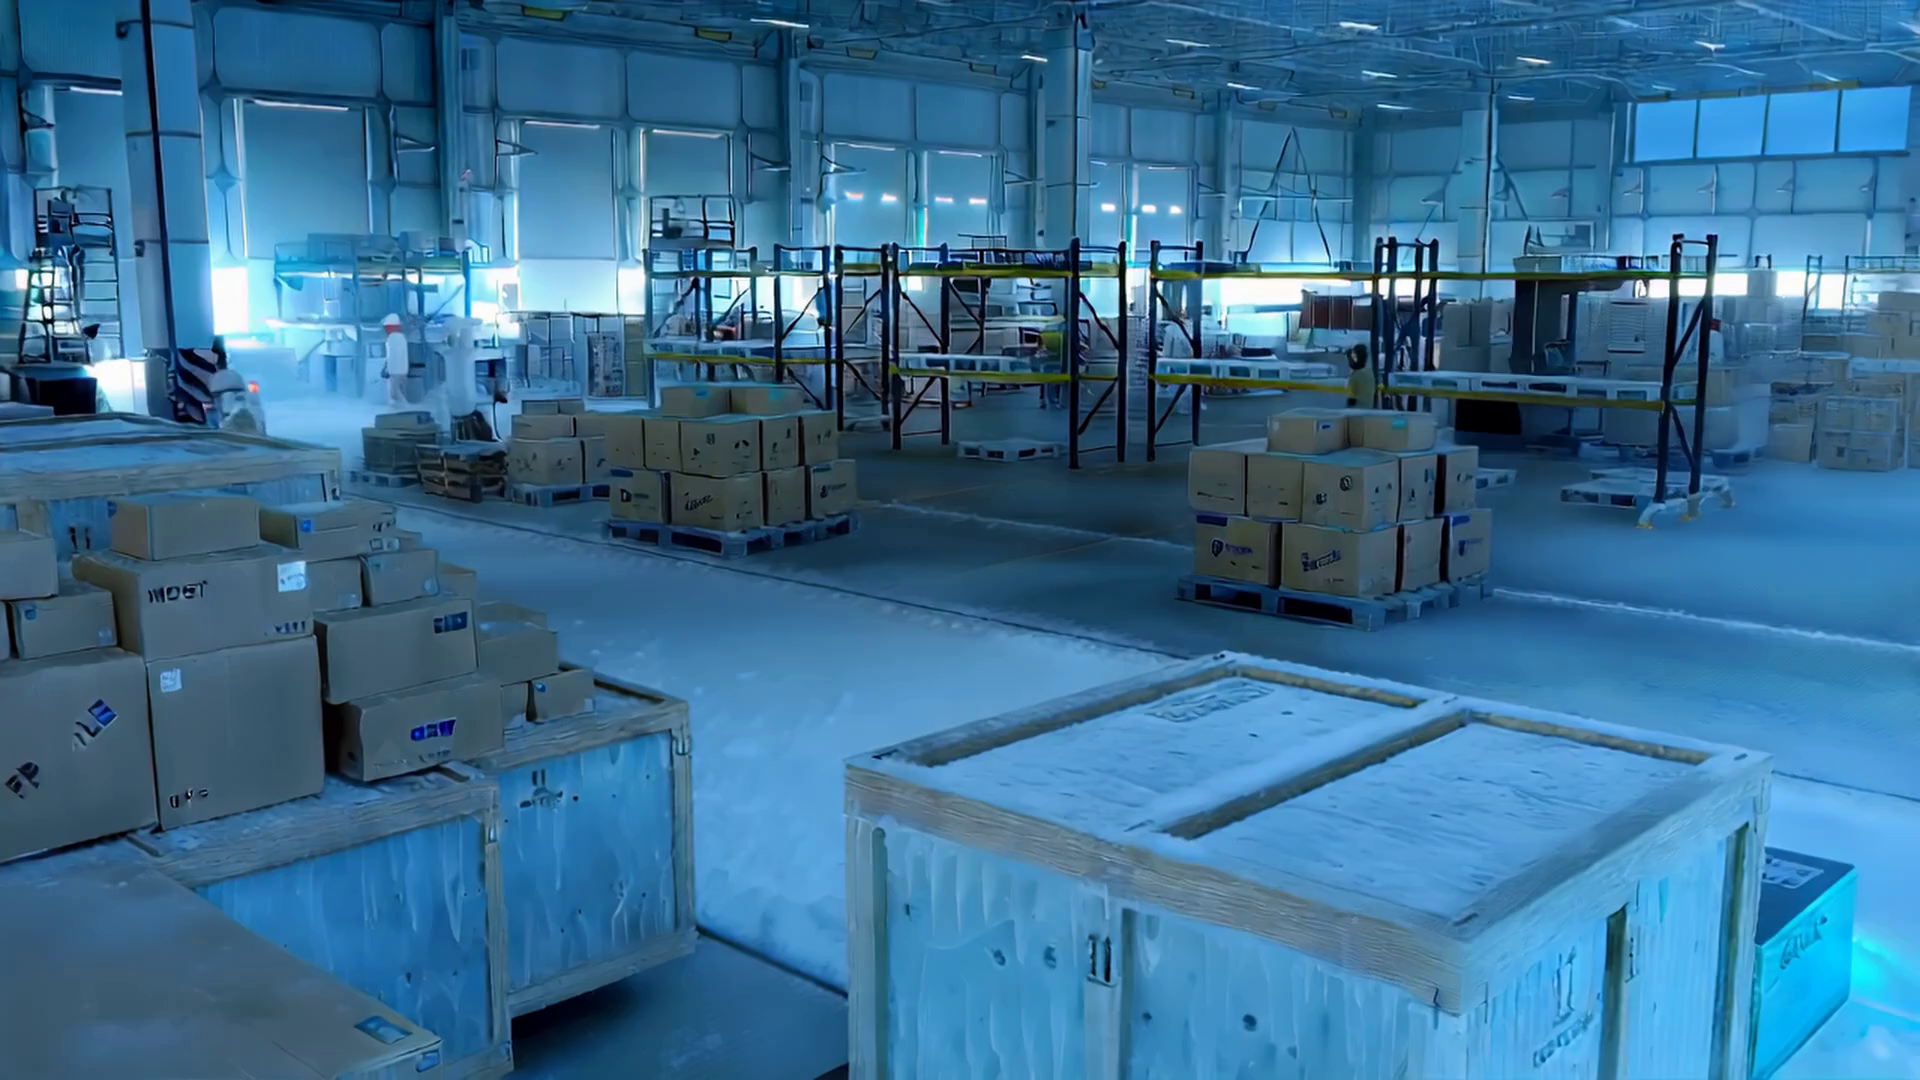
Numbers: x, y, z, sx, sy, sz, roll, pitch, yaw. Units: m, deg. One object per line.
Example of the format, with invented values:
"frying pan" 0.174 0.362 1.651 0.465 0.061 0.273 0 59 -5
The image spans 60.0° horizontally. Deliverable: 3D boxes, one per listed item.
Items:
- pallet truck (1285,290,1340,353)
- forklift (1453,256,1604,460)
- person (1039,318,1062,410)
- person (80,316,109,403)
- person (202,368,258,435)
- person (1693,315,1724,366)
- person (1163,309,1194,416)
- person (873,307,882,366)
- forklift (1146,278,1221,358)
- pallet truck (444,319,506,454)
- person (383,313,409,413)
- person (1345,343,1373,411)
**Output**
"pallet truck" 11.297 -6.951 52.861 1.885 1.965 0.823 -5 11 -29
"forklift" 8.151 -2.630 23.668 1.873 2.768 1.129 9 13 43
"person" 1.730 -3.331 31.475 0.488 1.736 0.323 -5 11 -29
"person" -13.955 -2.637 26.741 0.972 1.884 0.572 -3 10 -19
"person" -5.600 -0.345 12.652 0.869 1.903 0.555 -3 10 -18
"person" 13.241 -3.039 29.374 0.430 1.839 0.619 -3 10 -18
"person" 3.978 -3.221 30.177 0.630 1.940 0.372 -5 10 -28
"person" -2.160 -5.392 44.432 0.320 1.631 0.526 -1 9 -3
"forklift" 6.364 -6.425 46.939 1.873 2.768 1.129 9 13 43
"pallet truck" -6.981 -1.942 22.150 1.885 1.965 0.823 1 9 9
"person" -9.448 -2.837 27.906 0.506 1.930 0.629 1 9 6
"person" 4.287 -1.254 18.388 0.813 1.841 0.550 8 12 39
